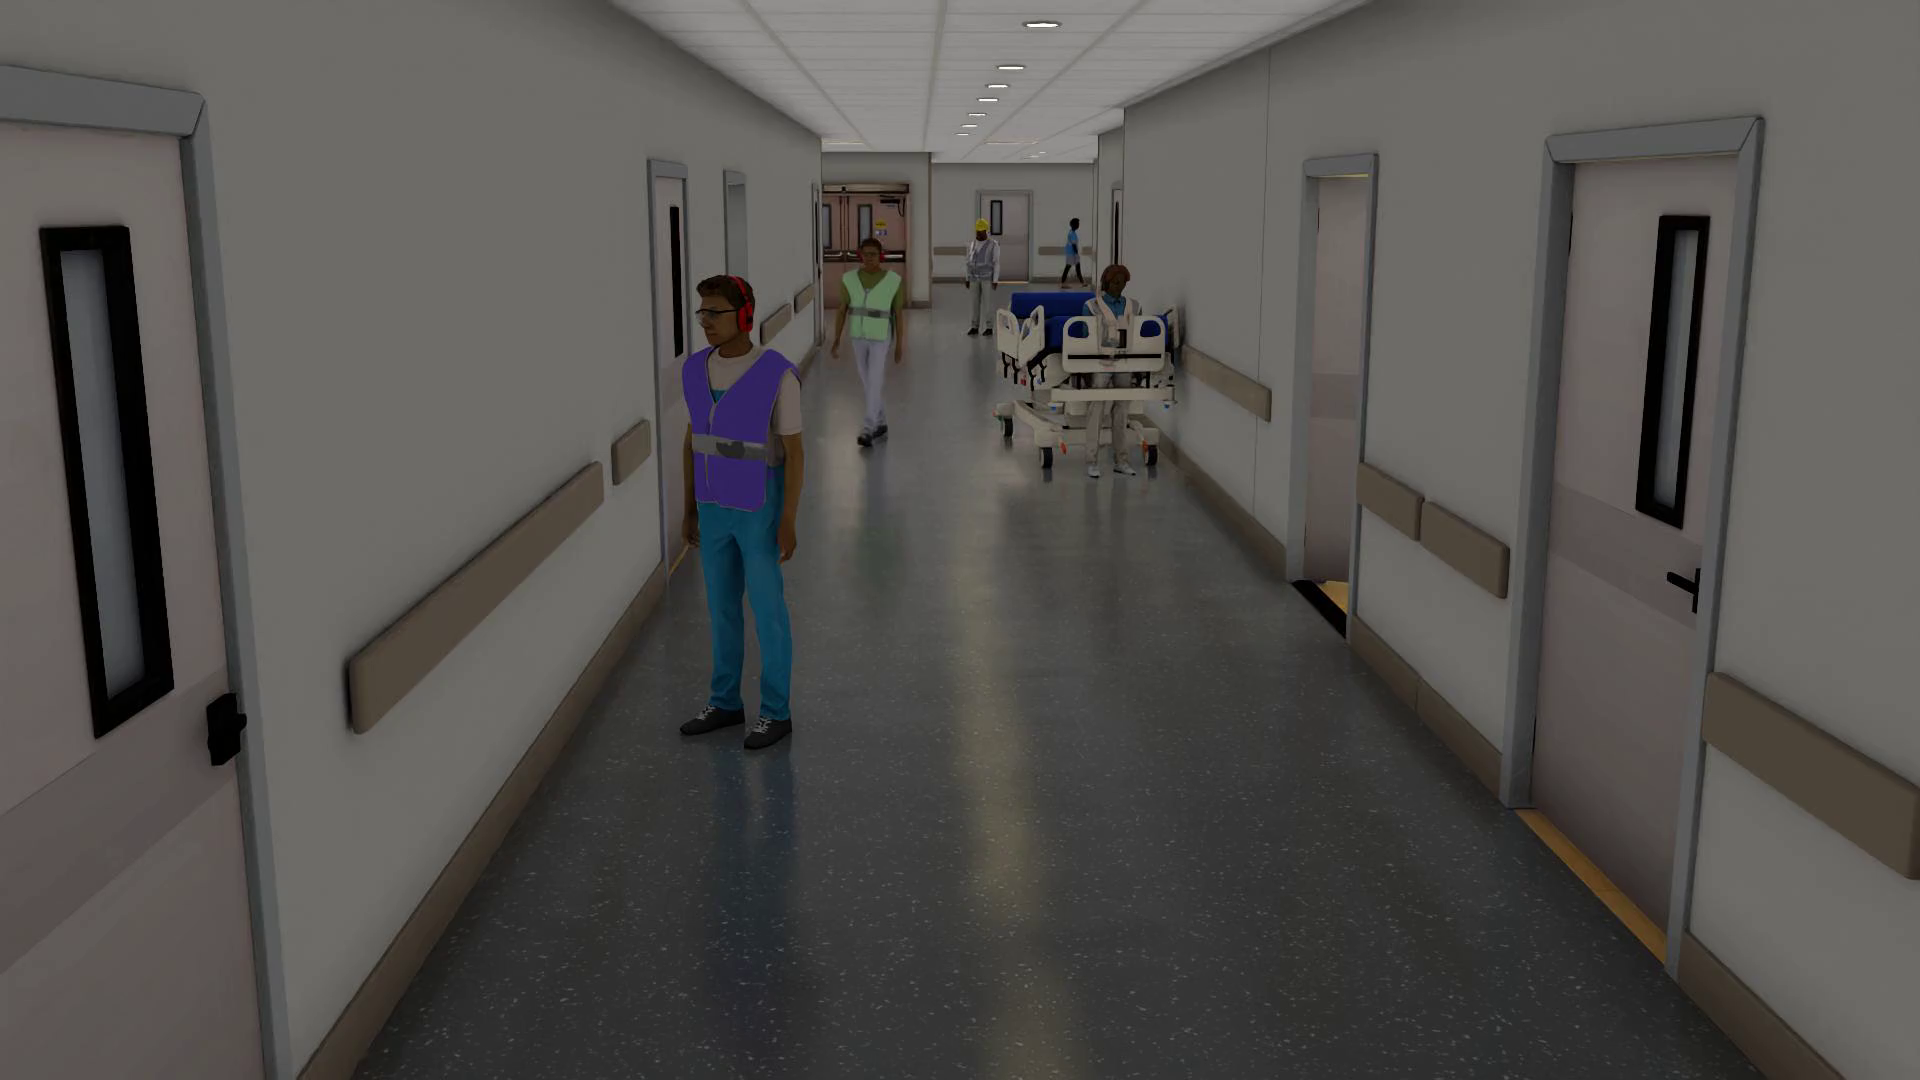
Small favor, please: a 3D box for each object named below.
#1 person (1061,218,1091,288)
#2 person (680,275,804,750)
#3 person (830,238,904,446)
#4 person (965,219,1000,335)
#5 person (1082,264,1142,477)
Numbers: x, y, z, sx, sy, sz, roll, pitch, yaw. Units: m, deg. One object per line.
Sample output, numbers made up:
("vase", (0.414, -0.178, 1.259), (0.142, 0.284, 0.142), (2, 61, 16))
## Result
("person", (2.794, -6.837, 39.721), (0.831, 1.654, 0.549), (1, 12, 5))
("person", (-0.851, -0.112, 6.523), (0.570, 1.843, 0.372), (8, 14, 33))
("person", (-0.791, -1.747, 14.618), (0.591, 1.794, 0.966), (4, 12, 18))
("person", (0.341, -4.130, 26.163), (0.590, 1.824, 0.403), (6, 13, 29))
("person", (1.169, -1.306, 12.853), (0.511, 1.637, 0.307), (-4, 12, -21))
